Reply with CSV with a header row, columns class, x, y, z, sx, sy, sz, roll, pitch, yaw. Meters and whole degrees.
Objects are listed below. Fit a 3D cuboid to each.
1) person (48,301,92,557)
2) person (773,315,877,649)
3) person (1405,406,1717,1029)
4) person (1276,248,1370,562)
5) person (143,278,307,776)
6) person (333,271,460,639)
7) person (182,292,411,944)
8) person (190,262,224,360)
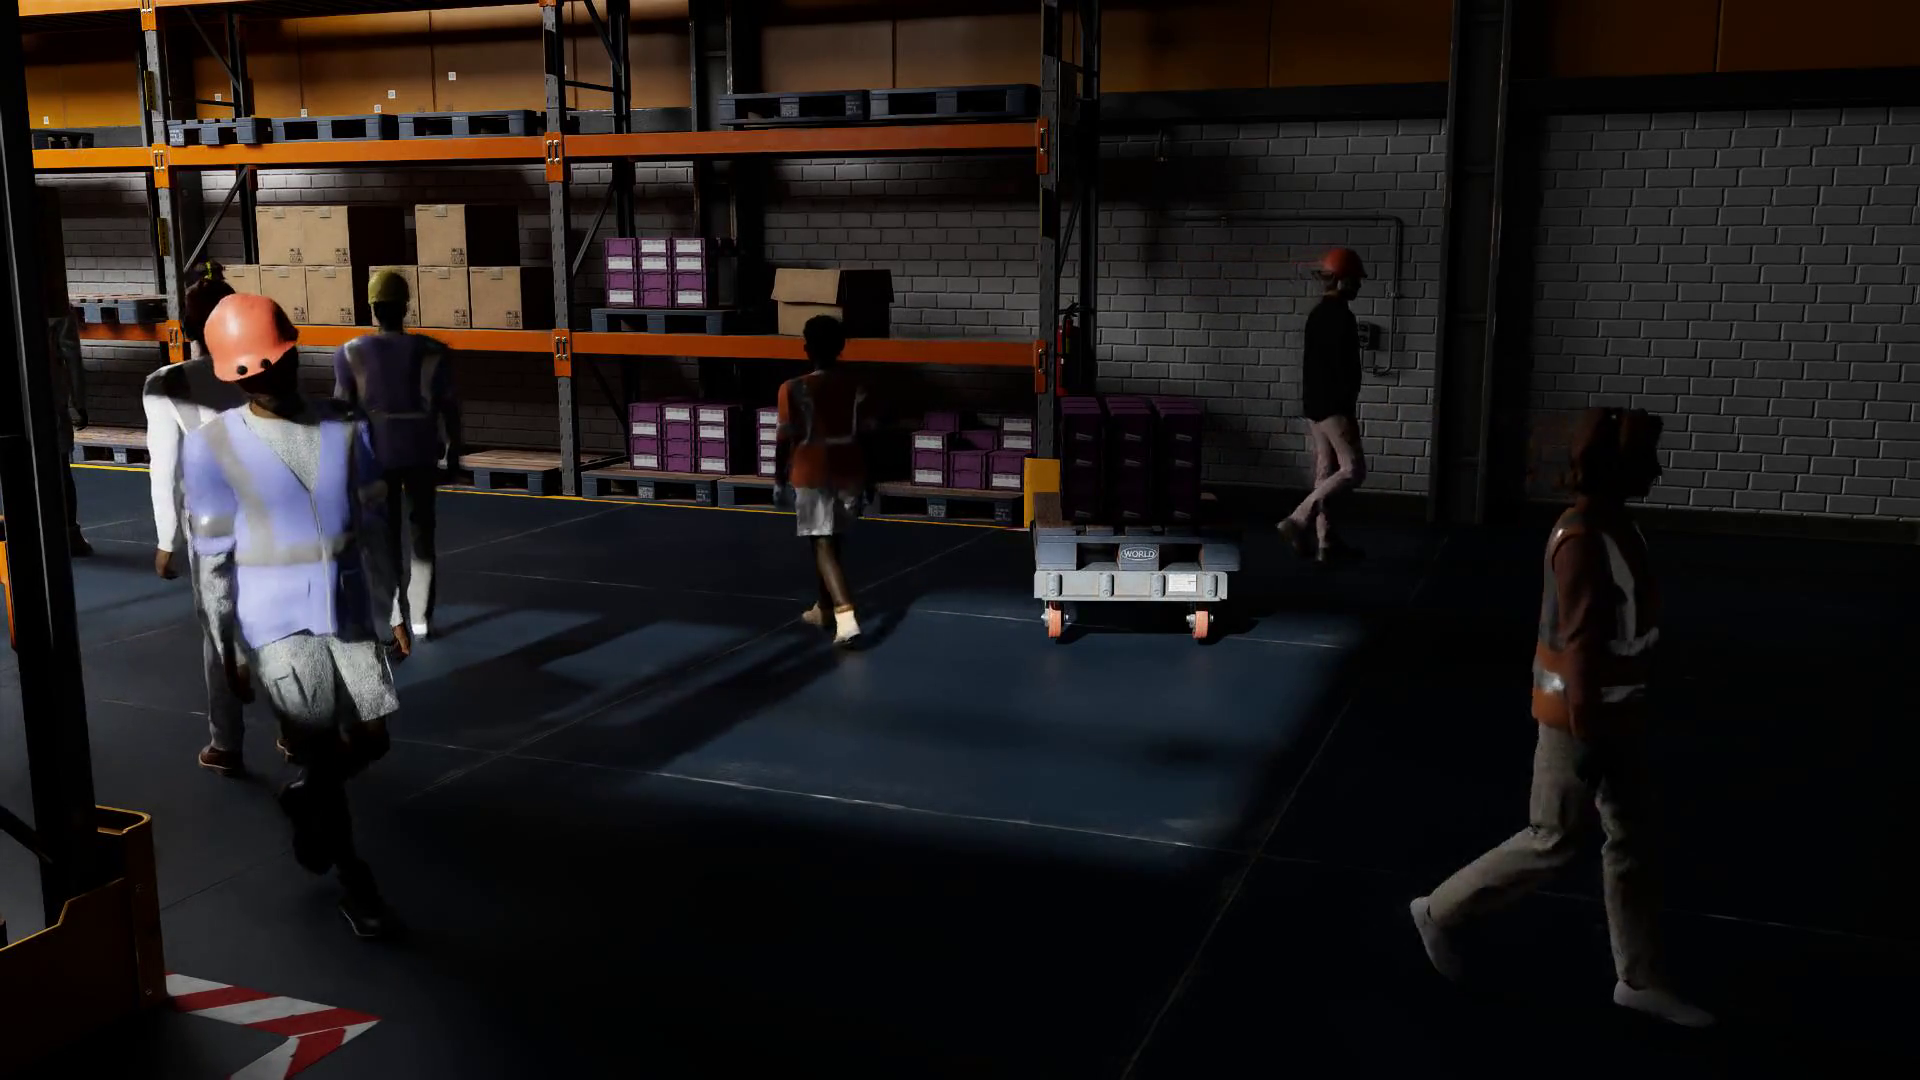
class,x,y,z,sx,sy,sz,roll,pitch,yaw
person,-5.927,-0.896,10.643,0.614,2.041,0.393,-4,11,-21
person,-0.649,-0.300,8.384,0.536,1.665,0.846,-6,12,-29
person,1.594,0.450,4.330,0.734,1.614,0.520,7,12,35
person,2.301,-0.821,10.391,0.515,1.982,0.638,-1,10,-7
person,-2.762,-0.044,6.335,0.573,1.886,0.359,-8,13,-37
person,-2.927,-0.459,8.698,0.612,1.868,1.028,-4,11,-19
person,-1.937,0.223,4.857,0.656,1.888,0.601,10,14,43
person,-6.011,-1.291,13.385,0.349,1.854,0.586,-3,11,-17
